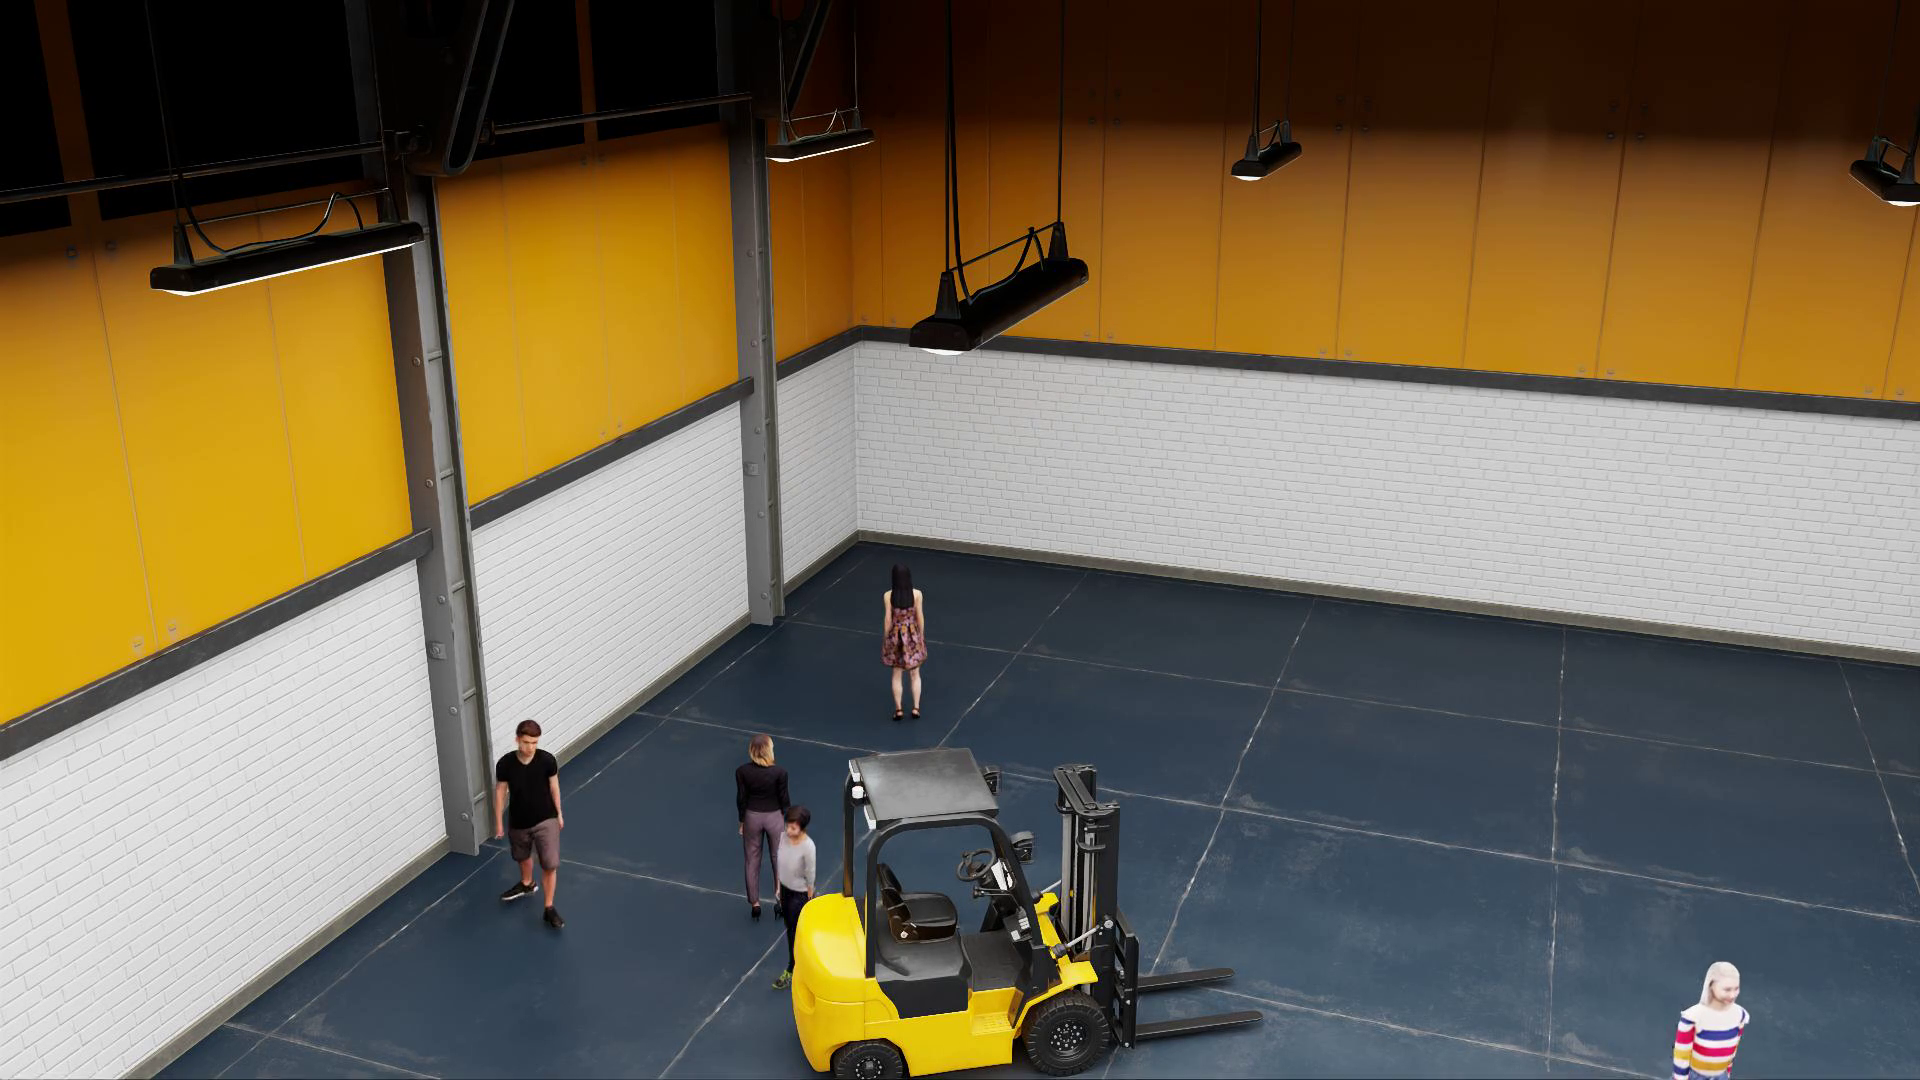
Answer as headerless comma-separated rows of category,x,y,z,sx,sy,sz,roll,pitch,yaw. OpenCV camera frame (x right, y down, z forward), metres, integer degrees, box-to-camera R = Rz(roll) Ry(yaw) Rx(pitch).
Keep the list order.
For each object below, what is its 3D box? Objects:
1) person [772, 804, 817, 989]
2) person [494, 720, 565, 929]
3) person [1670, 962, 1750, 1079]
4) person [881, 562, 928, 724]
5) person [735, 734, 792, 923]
person,-1.204,2.721,12.938,0.967,1.530,0.828,-14,23,-35
person,-3.548,2.286,13.767,1.006,1.825,1.109,-1,19,-3
person,4.596,3.418,10.504,1.042,1.763,1.267,-3,19,-9
person,-0.591,1.074,17.446,0.794,1.774,0.833,-3,19,-10
person,-1.622,2.375,13.744,0.665,1.670,0.641,1,19,2
